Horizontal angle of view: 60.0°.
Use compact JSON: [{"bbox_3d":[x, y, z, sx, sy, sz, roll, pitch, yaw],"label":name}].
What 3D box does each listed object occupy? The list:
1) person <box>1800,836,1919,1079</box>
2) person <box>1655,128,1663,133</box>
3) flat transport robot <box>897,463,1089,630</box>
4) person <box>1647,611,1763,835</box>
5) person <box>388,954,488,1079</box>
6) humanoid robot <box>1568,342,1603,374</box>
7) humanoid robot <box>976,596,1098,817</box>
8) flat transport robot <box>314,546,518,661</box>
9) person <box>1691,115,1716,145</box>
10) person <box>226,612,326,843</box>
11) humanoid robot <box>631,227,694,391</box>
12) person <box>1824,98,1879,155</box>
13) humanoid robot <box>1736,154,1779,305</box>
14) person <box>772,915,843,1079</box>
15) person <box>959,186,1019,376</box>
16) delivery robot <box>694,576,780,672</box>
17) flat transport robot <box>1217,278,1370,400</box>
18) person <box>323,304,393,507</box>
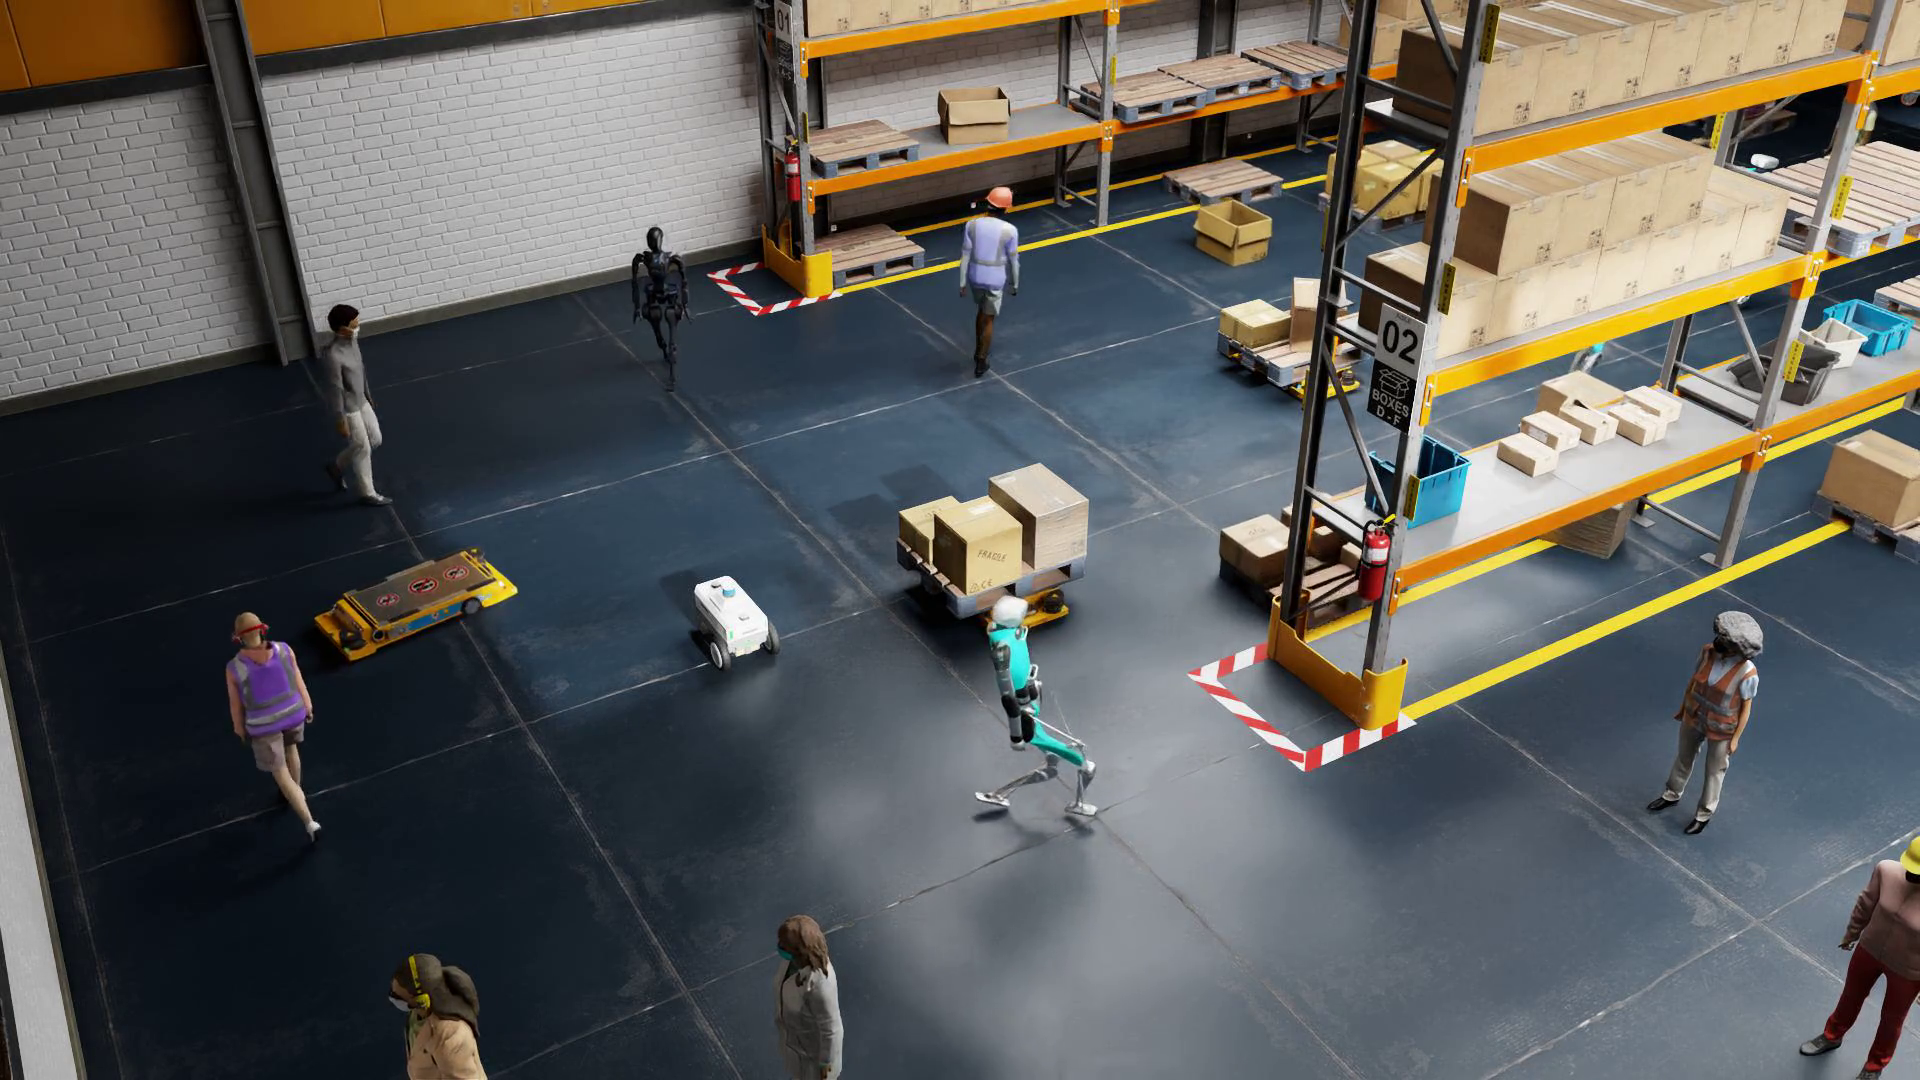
[{"bbox_3d":[5.046,2.282,9.035,0.326,1.766,0.531,-18,36,-26],"label":"person"},{"bbox_3d":[7.966,-4.498,19.789,0.403,1.827,0.598,-18,36,-26],"label":"person"},{"bbox_3d":[0.222,0.298,13.608,0.659,0.231,1.431,-18,36,-26],"label":"flat transport robot"},{"bbox_3d":[4.891,1.190,10.847,0.318,1.686,0.453,-18,36,-26],"label":"person"},{"bbox_3d":[-2.487,2.734,8.214,0.390,1.875,0.564,-18,36,-26],"label":"person"},{"bbox_3d":[6.157,-2.204,16.198,0.715,1.763,0.545,-15,35,-22],"label":"humanoid robot"},{"bbox_3d":[0.615,1.156,10.877,1.020,1.732,0.539,6,33,9],"label":"humanoid robot"},{"bbox_3d":[-4.349,0.490,13.302,1.431,0.231,0.659,-25,40,-34],"label":"flat transport robot"},{"bbox_3d":[10.351,-6.146,22.432,0.626,1.823,0.441,25,40,34],"label":"person"},{"bbox_3d":[-4.447,1.213,10.846,0.498,1.656,0.809,-27,41,-36],"label":"person"},{"bbox_3d":[-2.967,-2.364,16.576,0.611,1.626,0.784,0,32,0],"label":"humanoid robot"},{"bbox_3d":[10.744,-4.721,20.129,0.372,1.842,0.568,-6,33,-9],"label":"person"},{"bbox_3d":[8.630,-3.388,17.979,0.735,1.677,0.533,-18,36,-26],"label":"humanoid robot"},{"bbox_3d":[-0.796,2.586,8.647,0.337,1.659,0.495,-18,36,-26],"label":"person"},{"bbox_3d":[0.300,-2.614,16.724,0.556,1.888,0.717,13,34,19],"label":"person"},{"bbox_3d":[-1.766,0.593,12.843,0.499,0.566,0.739,-18,36,-26],"label":"delivery robot"},{"bbox_3d":[3.351,-1.820,16.986,0.659,0.231,1.431,-18,36,-26],"label":"flat transport robot"},{"bbox_3d":[-5.343,-1.172,14.440,0.563,1.873,0.615,1,32,1],"label":"person"}]
